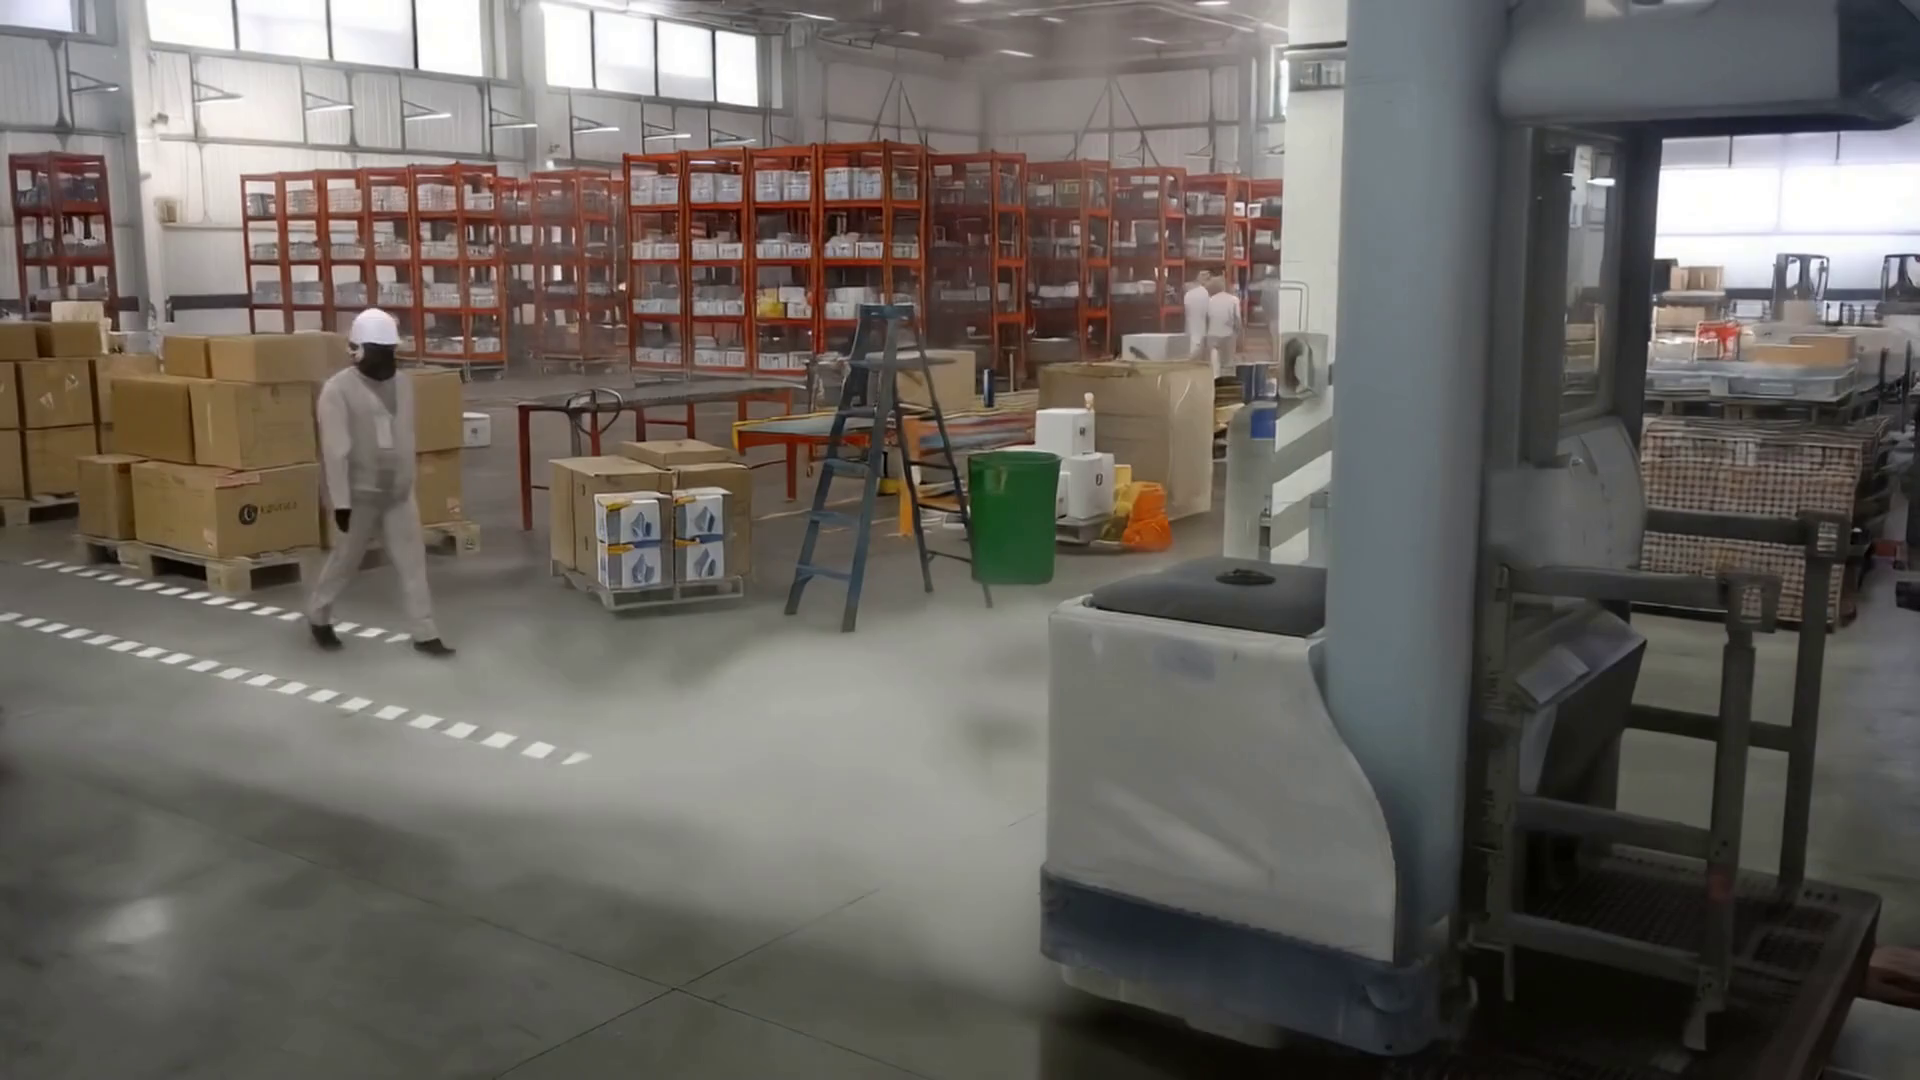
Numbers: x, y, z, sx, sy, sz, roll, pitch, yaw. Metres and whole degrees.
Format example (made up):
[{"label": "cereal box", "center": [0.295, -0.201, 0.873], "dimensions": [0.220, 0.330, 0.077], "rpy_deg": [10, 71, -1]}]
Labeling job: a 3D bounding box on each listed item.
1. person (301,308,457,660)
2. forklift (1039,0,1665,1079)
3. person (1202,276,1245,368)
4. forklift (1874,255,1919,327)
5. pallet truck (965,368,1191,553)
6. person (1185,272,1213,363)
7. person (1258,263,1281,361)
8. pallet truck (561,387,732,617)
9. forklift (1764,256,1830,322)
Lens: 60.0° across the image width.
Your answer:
[{"label": "person", "center": [-3.040, -0.281, 8.468], "dimensions": [0.894, 1.798, 0.605], "rpy_deg": [5, 11, 26]}, {"label": "forklift", "center": [1.249, -0.137, 4.360], "dimensions": [1.873, 2.768, 1.129], "rpy_deg": [7, 12, 35]}, {"label": "person", "center": [3.781, -2.897, 23.979], "dimensions": [0.642, 1.812, 0.590], "rpy_deg": [5, 11, 28]}, {"label": "forklift", "center": [22.089, -5.634, 38.796], "dimensions": [1.157, 1.987, 2.680], "rpy_deg": [6, 11, 33]}, {"label": "pallet truck", "center": [0.845, -0.609, 11.869], "dimensions": [1.630, 1.274, 0.653], "rpy_deg": [7, 12, 35]}, {"label": "person", "center": [3.649, -3.091, 25.030], "dimensions": [1.044, 1.839, 0.657], "rpy_deg": [-5, 11, -27]}, {"label": "person", "center": [5.533, -3.889, 29.387], "dimensions": [0.726, 1.968, 0.664], "rpy_deg": [-9, 13, -43]}, {"label": "pallet truck", "center": [-1.981, -0.274, 10.088], "dimensions": [0.680, 1.201, 1.601], "rpy_deg": [-5, 11, -28]}, {"label": "forklift", "center": [20.253, -5.854, 40.139], "dimensions": [1.157, 1.987, 2.680], "rpy_deg": [7, 12, 35]}]
